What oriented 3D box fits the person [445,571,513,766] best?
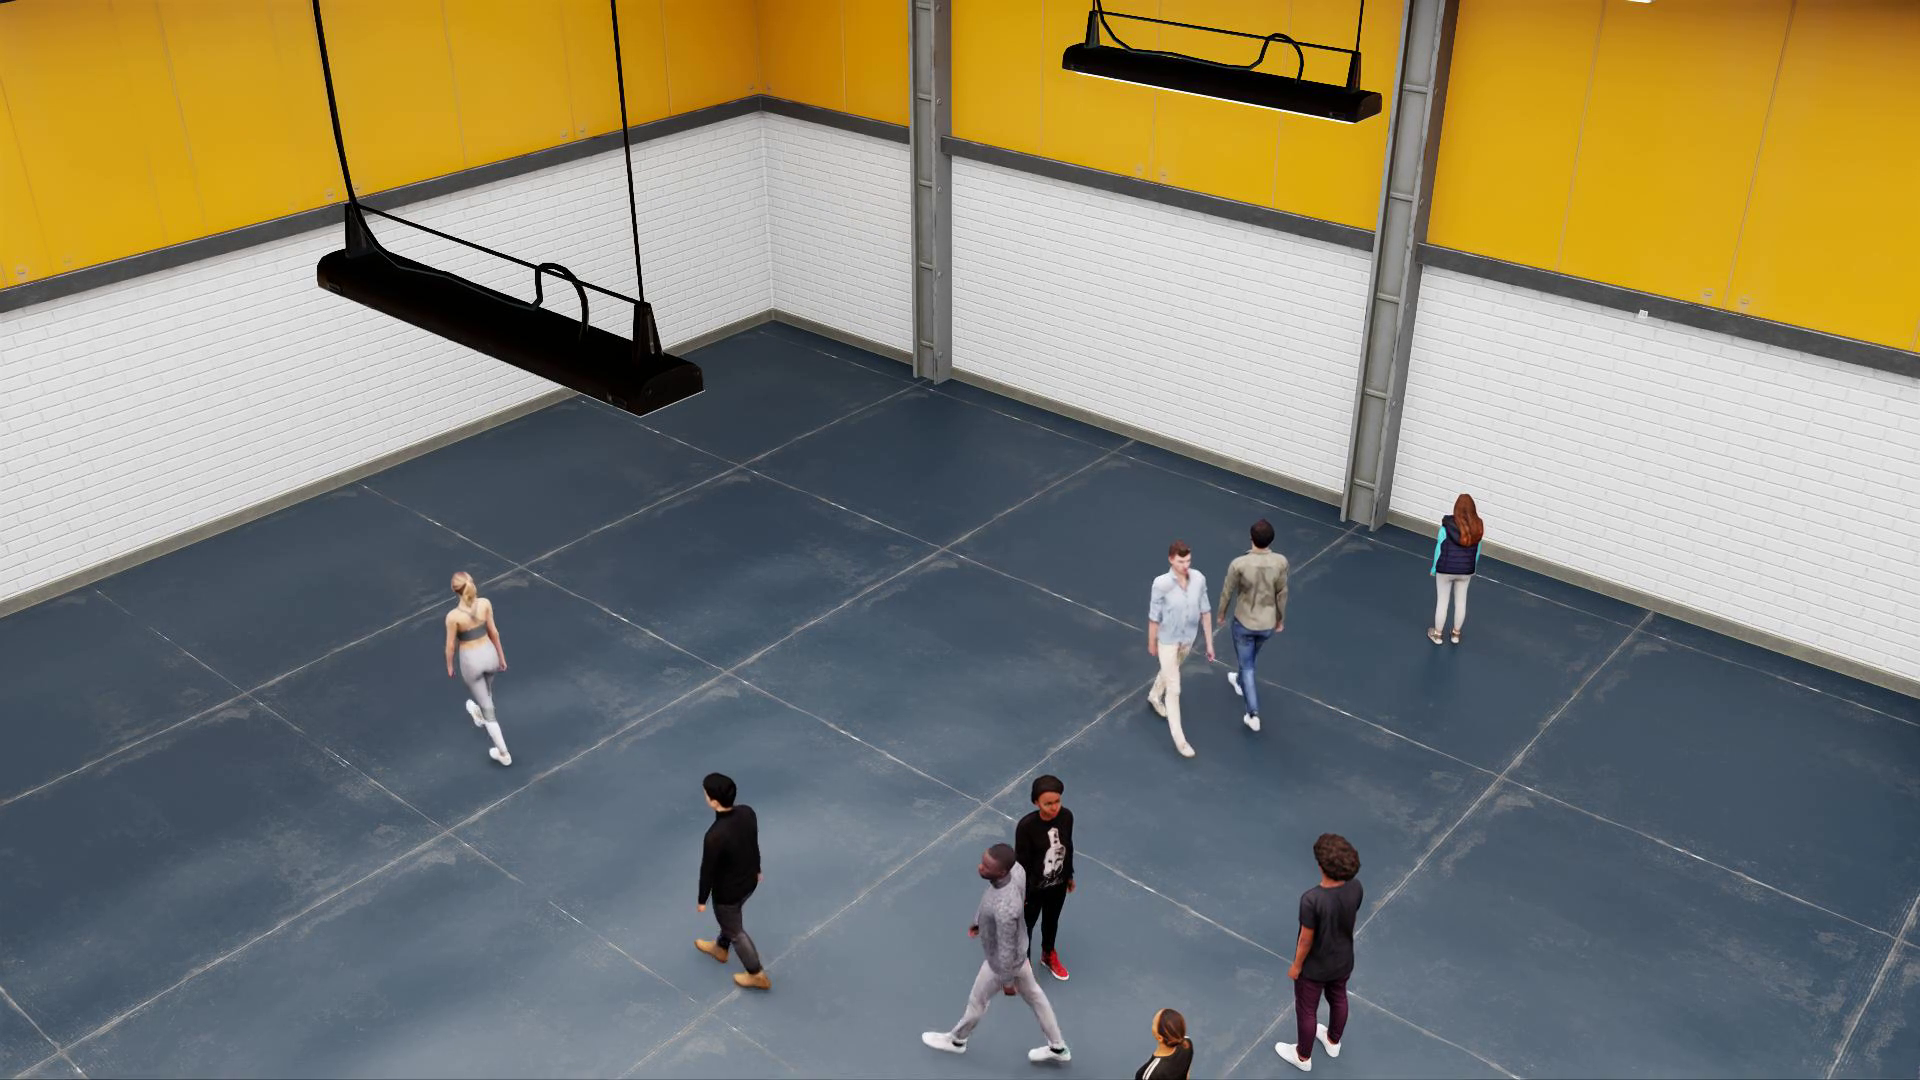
[{"bbox_3d":[-3.846,1.068,13.457,0.655,1.658,1.111,-24,36,-36],"label":"person"}]

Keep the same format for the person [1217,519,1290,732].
[{"bbox_3d":[2.465,0.736,13.887,1.156,1.828,1.258,-4,29,-8],"label":"person"}]

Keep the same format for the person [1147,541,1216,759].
[{"bbox_3d":[1.761,0.790,13.819,1.008,1.800,1.283,-12,31,-21],"label":"person"}]

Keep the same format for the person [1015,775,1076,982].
[{"bbox_3d":[0.559,2.283,11.212,0.677,1.674,0.677,-12,31,-21],"label":"person"}]

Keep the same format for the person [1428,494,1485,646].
[{"bbox_3d":[4.501,0.257,15.108,0.682,1.501,0.749,0,29,0],"label":"person"}]

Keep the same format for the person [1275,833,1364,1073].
[{"bbox_3d":[2.305,2.605,10.507,0.700,1.784,0.683,-15,32,-25],"label":"person"}]

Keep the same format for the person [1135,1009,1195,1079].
[{"bbox_3d":[1.153,3.283,9.386,0.522,1.668,0.584,24,37,36],"label":"person"}]

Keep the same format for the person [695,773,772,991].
[{"bbox_3d":[-1.484,2.314,11.130,0.994,1.699,0.786,15,32,25],"label":"person"}]

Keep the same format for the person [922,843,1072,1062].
[{"bbox_3d":[0.383,2.632,10.454,1.314,1.787,1.057,6,29,11],"label":"person"}]
